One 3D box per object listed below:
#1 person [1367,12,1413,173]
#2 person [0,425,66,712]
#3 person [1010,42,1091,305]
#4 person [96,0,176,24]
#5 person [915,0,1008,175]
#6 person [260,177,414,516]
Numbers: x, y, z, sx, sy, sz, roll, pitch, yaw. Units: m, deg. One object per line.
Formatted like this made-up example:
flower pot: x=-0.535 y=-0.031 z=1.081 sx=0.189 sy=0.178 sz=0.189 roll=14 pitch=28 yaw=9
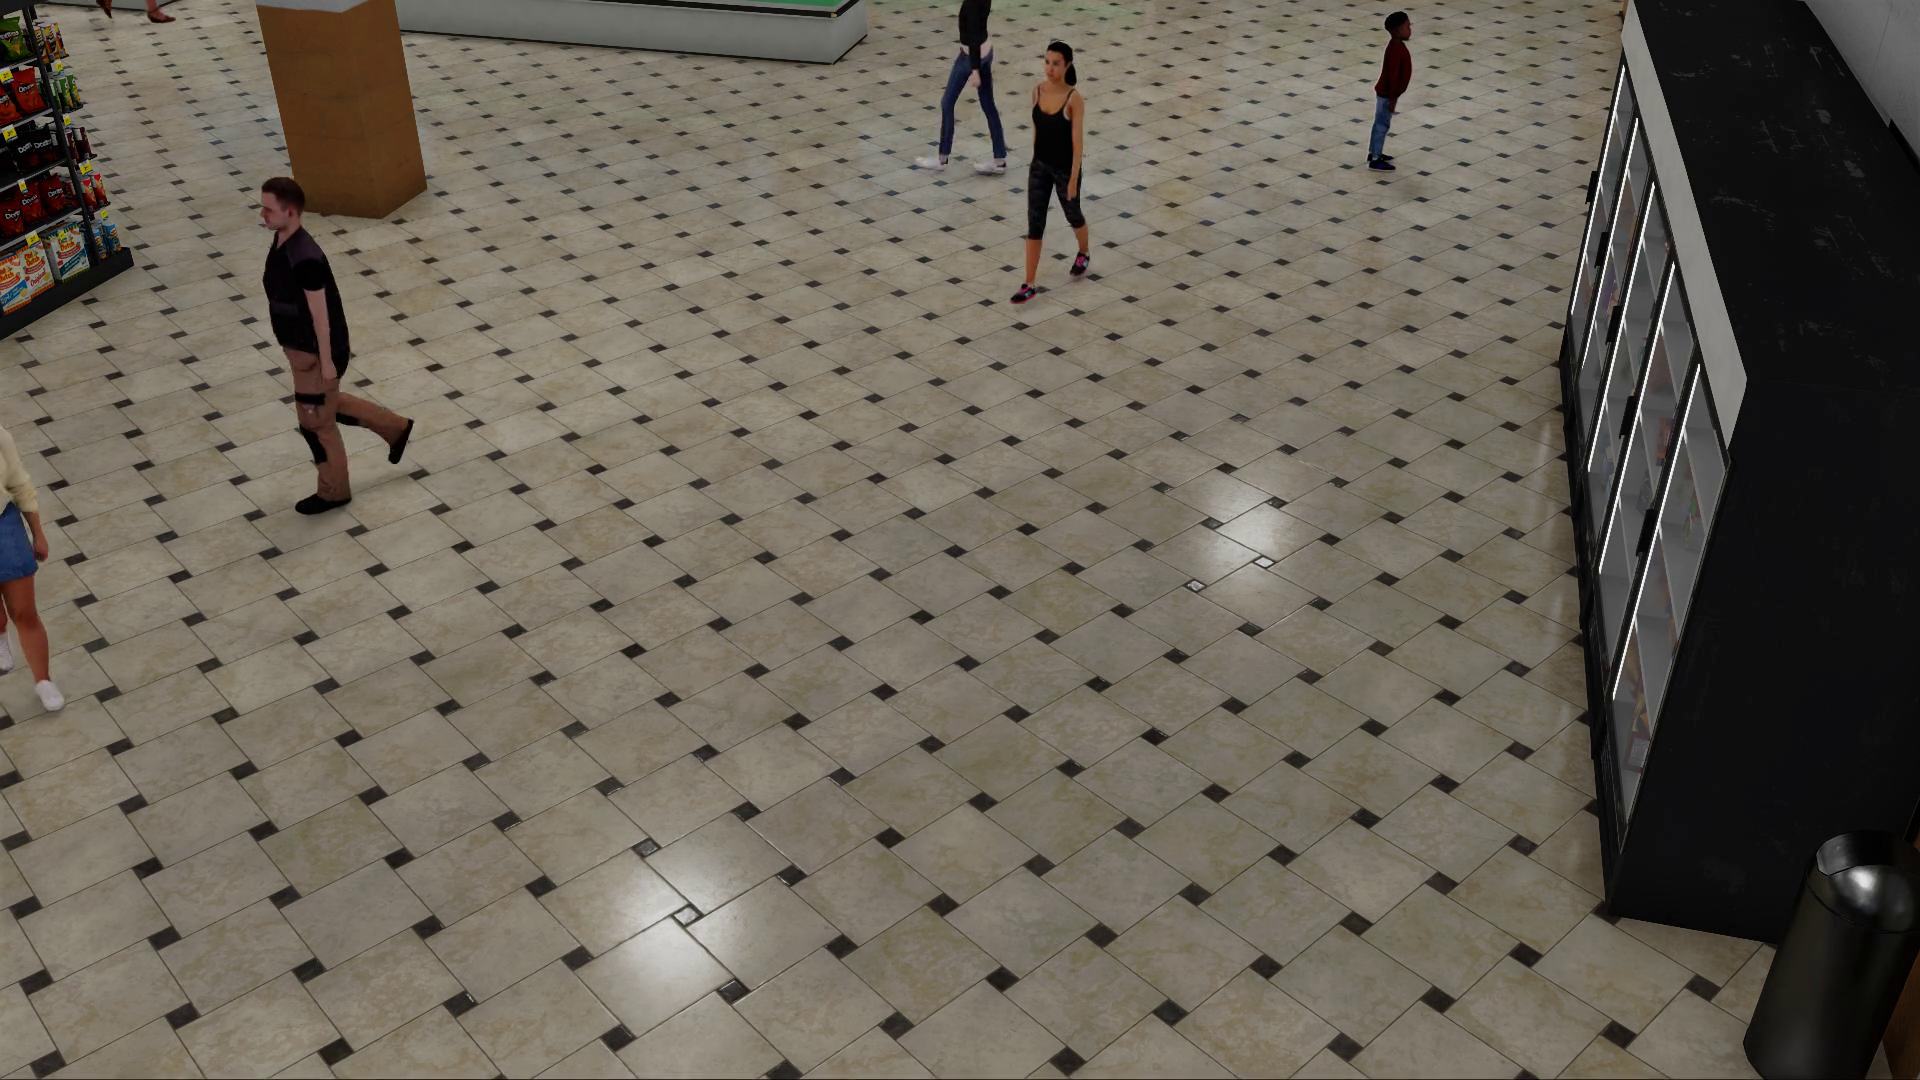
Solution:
person: x=3.439 y=-3.607 z=13.368 sx=0.487 sy=1.255 sz=0.496 roll=6 pitch=32 yaw=10
person: x=-4.258 y=-0.003 z=7.233 sx=0.862 sy=1.618 sz=0.941 roll=-26 pitch=40 yaw=-35
person: x=0.708 y=-2.470 z=11.145 sx=1.158 sy=1.673 sz=0.902 roll=19 pitch=37 yaw=28
person: x=-8.598 y=-6.106 z=16.994 sx=1.037 sy=1.667 sz=0.904 roll=-9 pitch=33 yaw=-14
person: x=0.205 y=-3.723 z=13.081 sx=0.953 sy=1.756 sz=0.568 roll=10 pitch=33 yaw=15
person: x=-3.284 y=-1.032 z=8.696 sx=1.085 sy=1.818 sz=1.025 roll=-17 pitch=36 yaw=-26
